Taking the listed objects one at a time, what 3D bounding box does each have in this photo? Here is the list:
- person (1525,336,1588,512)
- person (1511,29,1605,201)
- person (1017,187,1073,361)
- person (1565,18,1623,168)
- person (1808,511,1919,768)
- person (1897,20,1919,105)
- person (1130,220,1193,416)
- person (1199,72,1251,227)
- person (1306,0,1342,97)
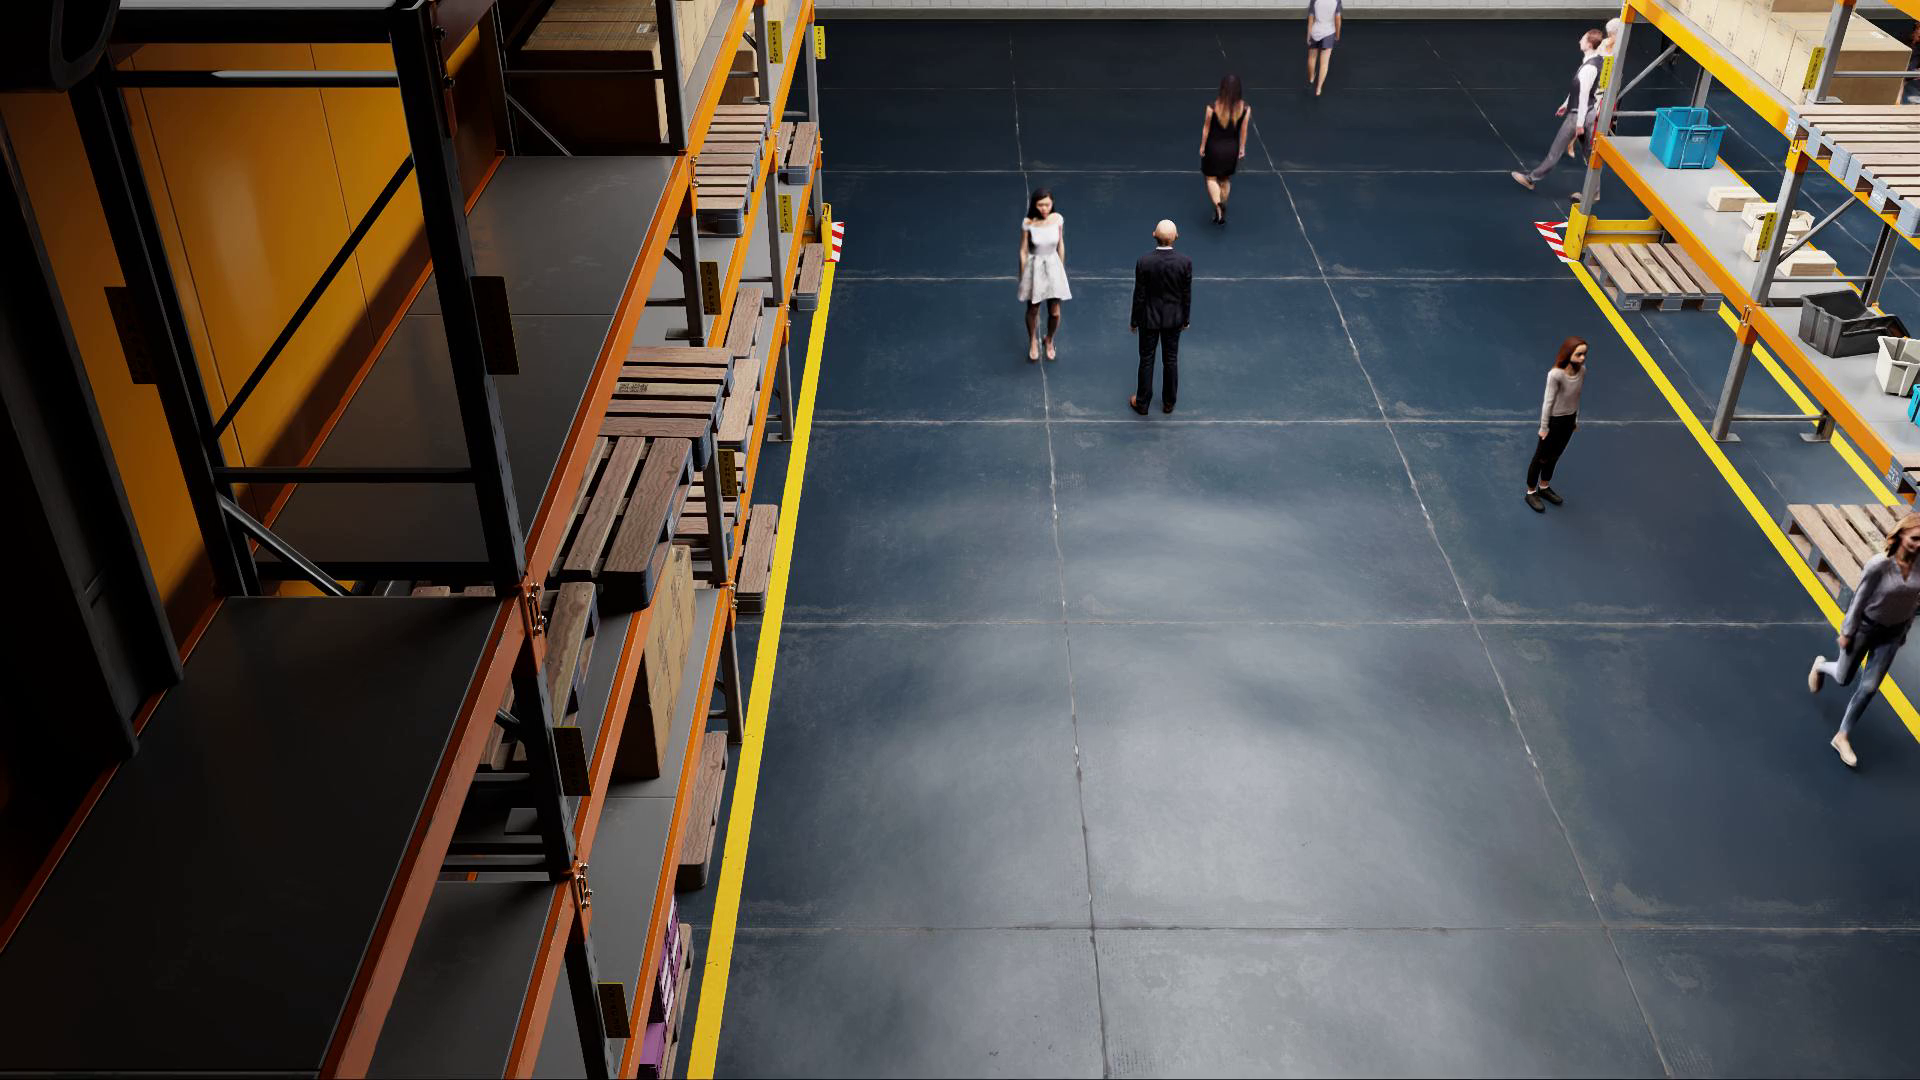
[{"bbox_3d":[4.747,-0.950,13.223,0.618,1.485,0.634,-18,37,-24],"label":"person"},{"bbox_3d":[6.989,-4.671,18.451,1.169,1.895,1.247,20,39,28],"label":"person"},{"bbox_3d":[0.734,-2.411,15.181,0.684,1.749,0.789,-5,34,-8],"label":"person"},{"bbox_3d":[7.398,-5.290,19.546,0.788,1.712,1.015,-6,34,-9],"label":"person"},{"bbox_3d":[5.838,0.555,10.696,0.597,1.776,0.981,0,34,0],"label":"person"},{"bbox_3d":[11.656,-5.796,20.482,0.646,1.519,1.068,4,34,7],"label":"person"},{"bbox_3d":[1.734,-1.919,14.395,0.682,1.800,0.595,-2,34,-4],"label":"person"},{"bbox_3d":[2.823,-4.114,17.786,0.730,1.703,0.876,-5,34,-7],"label":"person"},{"bbox_3d":[4.707,-6.541,21.604,0.745,1.517,1.082,8,34,12],"label":"person"}]
